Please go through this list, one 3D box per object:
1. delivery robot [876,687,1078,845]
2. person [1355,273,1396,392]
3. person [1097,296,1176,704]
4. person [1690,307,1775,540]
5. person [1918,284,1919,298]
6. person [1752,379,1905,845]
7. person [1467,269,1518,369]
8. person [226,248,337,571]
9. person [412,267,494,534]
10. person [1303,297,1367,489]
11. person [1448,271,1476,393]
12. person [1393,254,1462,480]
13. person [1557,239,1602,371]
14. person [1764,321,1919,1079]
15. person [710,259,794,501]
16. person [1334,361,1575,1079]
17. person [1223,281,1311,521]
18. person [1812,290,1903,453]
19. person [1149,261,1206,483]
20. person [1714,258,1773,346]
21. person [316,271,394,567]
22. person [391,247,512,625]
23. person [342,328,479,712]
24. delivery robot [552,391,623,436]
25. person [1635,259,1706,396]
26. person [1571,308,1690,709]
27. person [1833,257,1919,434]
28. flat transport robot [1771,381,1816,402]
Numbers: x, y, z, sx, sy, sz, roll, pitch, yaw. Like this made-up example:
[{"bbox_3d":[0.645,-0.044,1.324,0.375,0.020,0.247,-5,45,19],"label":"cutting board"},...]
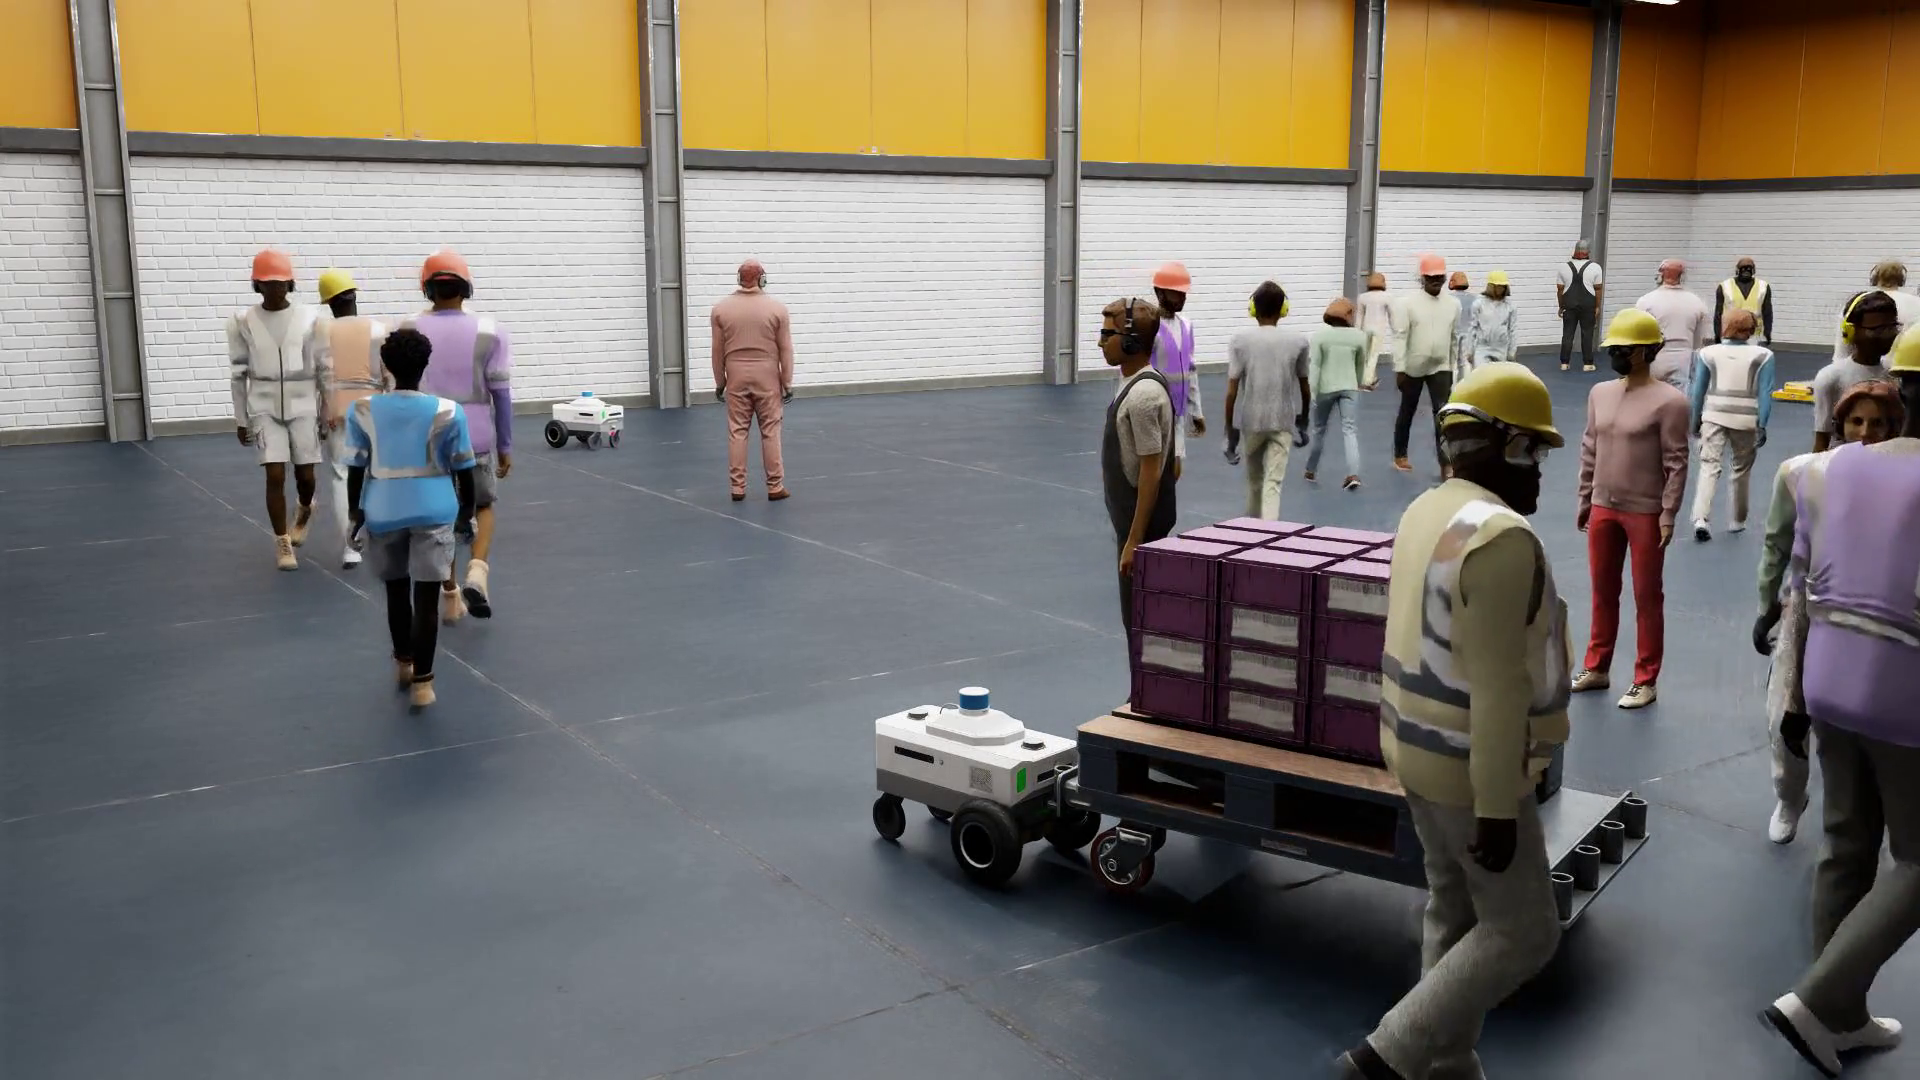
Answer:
[{"bbox_3d":[0.046,0.741,5.627,0.707,0.478,0.477,9,14,41],"label":"delivery robot"},{"bbox_3d":[5.646,-2.815,22.542,0.521,1.584,0.866,8,13,36],"label":"person"},{"bbox_3d":[0.700,-0.045,6.659,0.326,1.843,0.515,1,10,5],"label":"person"},{"bbox_3d":[5.304,-0.805,11.489,0.526,1.602,0.834,7,13,35],"label":"person"},{"bbox_3d":[14.098,-3.193,24.178,0.715,1.734,0.546,-7,13,-36],"label":"person"},{"bbox_3d":[2.884,0.288,5.430,0.538,1.627,0.357,5,12,27],"label":"person"},{"bbox_3d":[5.618,-1.970,17.499,0.498,1.723,0.579,0,10,2],"label":"person"},{"bbox_3d":[-4.265,-0.833,10.518,0.626,2.017,0.696,-4,11,-19],"label":"person"},{"bbox_3d":[-3.528,-0.979,11.572,0.576,1.916,0.416,-9,14,-42],"label":"person"},{"bbox_3d":[3.152,-1.225,13.868,0.504,1.587,0.858,0,10,-1],"label":"person"},{"bbox_3d":[6.449,-2.660,21.575,0.507,1.631,0.271,-4,11,-21],"label":"person"},{"bbox_3d":[4.046,-1.507,14.446,0.620,1.934,1.056,-1,10,-5],"label":"person"},{"bbox_3d":[9.684,-3.667,25.975,0.678,2.000,0.537,7,12,33],"label":"person"},{"bbox_3d":[2.239,0.402,4.037,0.592,1.905,0.620,-5,12,-26],"label":"person"},{"bbox_3d":[-1.622,-1.258,13.137,0.651,1.906,0.403,1,10,4],"label":"person"},{"bbox_3d":[1.147,0.507,3.762,0.441,1.796,0.634,0,10,-1],"label":"person"},{"bbox_3d":[1.883,-0.672,10.204,0.500,1.805,1.034,3,11,16],"label":"person"},{"bbox_3d":[3.982,-0.172,7.348,0.539,1.847,0.518,-4,11,-20],"label":"person"},{"bbox_3d":[1.393,-0.826,10.731,0.533,1.915,0.560,9,14,40],"label":"person"},{"bbox_3d":[9.562,-2.519,20.287,0.643,1.814,0.774,3,11,15],"label":"person"},{"bbox_3d":[-3.916,-0.795,10.740,0.590,1.854,0.993,-3,11,-17],"label":"person"},{"bbox_3d":[-2.695,-0.534,8.851,0.614,2.024,0.525,-2,11,-12],"label":"person"},{"bbox_3d":[-2.433,-0.111,7.474,0.557,1.666,0.767,-1,10,-6],"label":"person"},{"bbox_3d":[-3.681,-1.235,16.459,0.707,0.478,0.477,6,12,29],"label":"delivery robot"},{"bbox_3d":[6.112,-1.505,14.569,0.670,1.870,0.855,-1,10,-3],"label":"person"},{"bbox_3d":[2.952,-0.137,7.378,0.331,1.767,0.527,-6,12,-28],"label":"person"},{"bbox_3d":[6.979,-1.178,12.637,0.649,1.922,0.506,6,12,31],"label":"person"},{"bbox_3d":[11.098,-1.909,21.191,1.431,0.197,0.652,-5,11,-26],"label":"flat transport robot"}]
